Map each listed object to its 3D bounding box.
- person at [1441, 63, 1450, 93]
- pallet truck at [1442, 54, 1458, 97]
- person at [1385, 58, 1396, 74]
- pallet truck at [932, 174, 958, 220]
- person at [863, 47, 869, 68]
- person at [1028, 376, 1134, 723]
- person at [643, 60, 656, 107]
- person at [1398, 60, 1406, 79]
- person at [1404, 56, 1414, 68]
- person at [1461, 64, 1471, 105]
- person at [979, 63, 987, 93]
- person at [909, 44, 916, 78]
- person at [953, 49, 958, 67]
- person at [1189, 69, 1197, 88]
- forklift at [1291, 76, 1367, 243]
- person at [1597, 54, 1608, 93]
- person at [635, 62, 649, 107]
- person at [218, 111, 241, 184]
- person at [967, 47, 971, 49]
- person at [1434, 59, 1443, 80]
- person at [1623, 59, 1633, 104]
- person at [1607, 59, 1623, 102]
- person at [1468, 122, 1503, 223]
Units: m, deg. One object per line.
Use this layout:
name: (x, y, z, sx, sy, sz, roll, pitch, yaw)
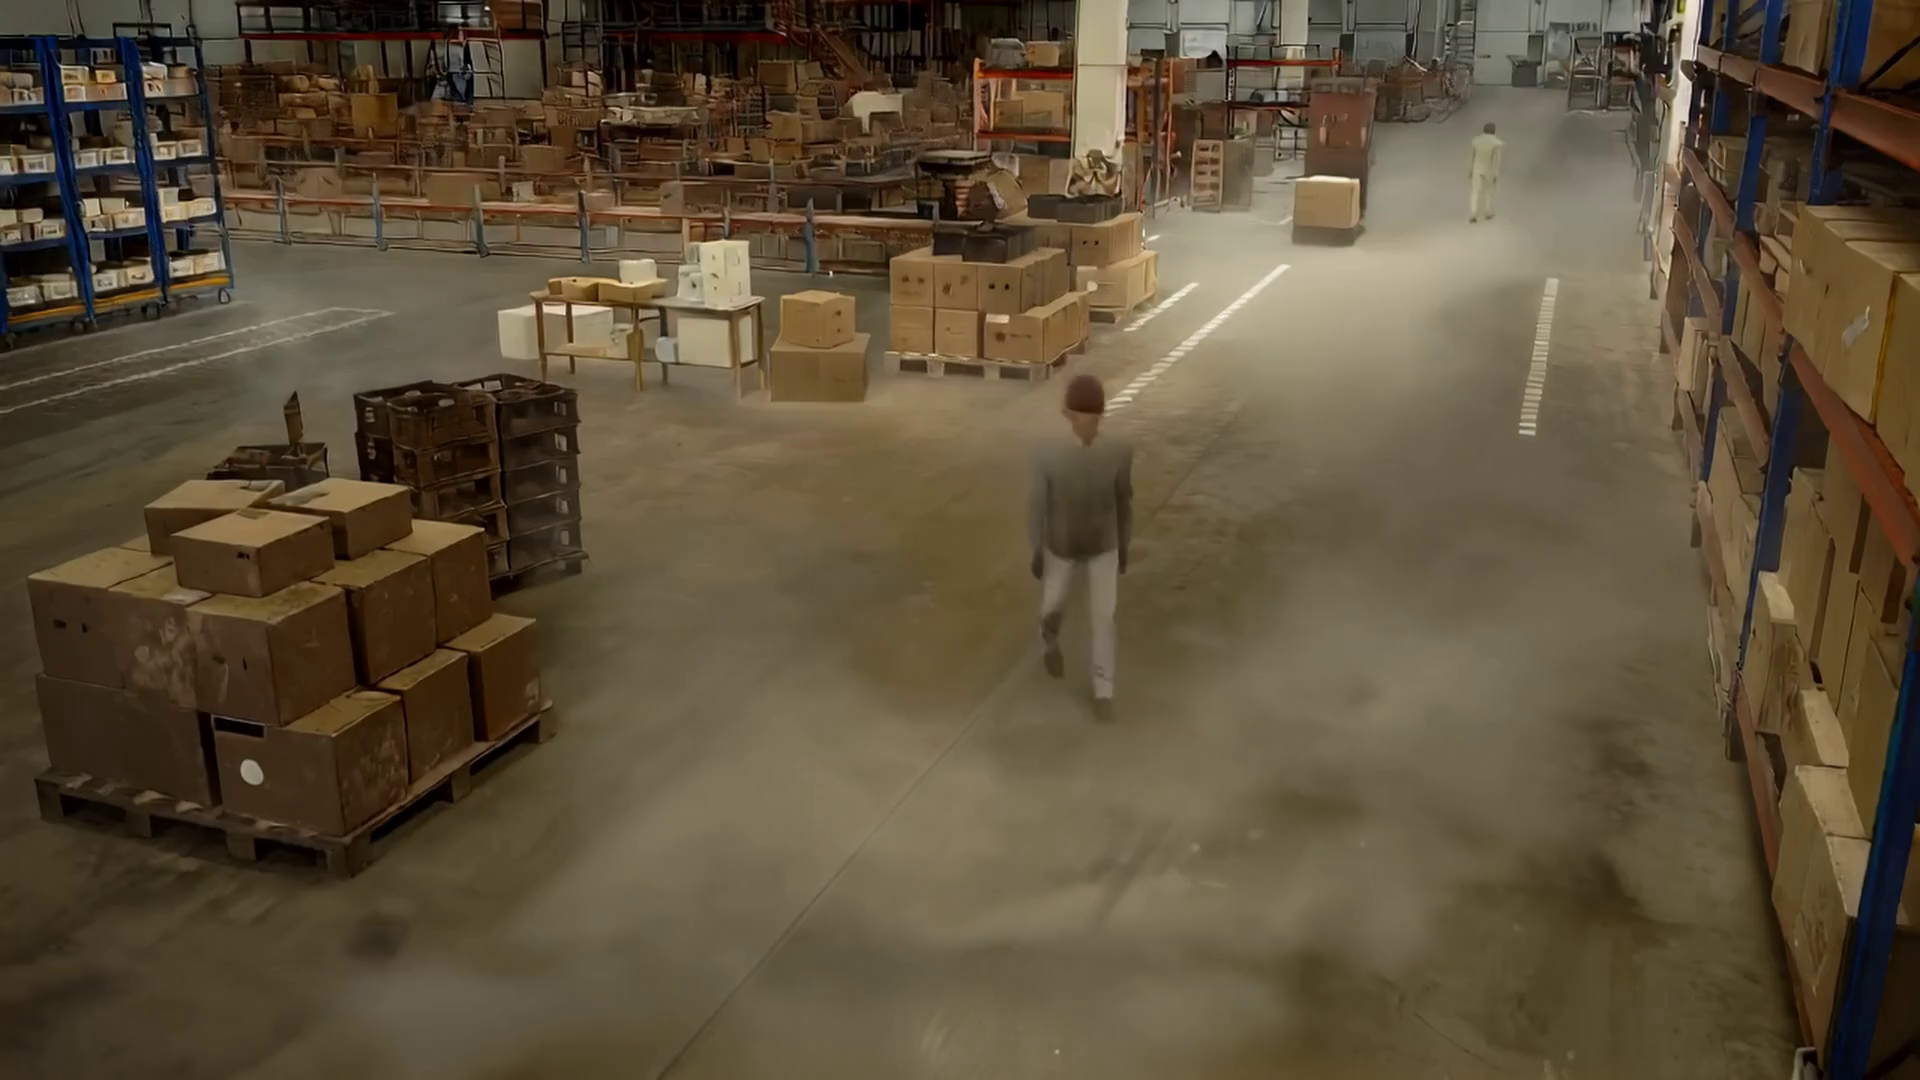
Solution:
person: (20.101, -18.783, 68.828, 0.329, 1.865, 0.507, -11, 21, -31)
pallet truck: (22.765, -21.886, 78.355, 0.823, 1.965, 1.885, -4, 18, -14)
person: (21.501, -23.182, 82.983, 0.550, 1.644, 0.894, -8, 19, -24)
pallet truck: (-0.507, -5.292, 27.348, 0.653, 1.274, 1.630, 6, 19, 19)
person: (-5.706, -28.744, 100.159, 0.430, 1.845, 0.624, 8, 19, 23)
person: (0.694, -0.011, 9.688, 0.628, 1.961, 0.961, -2, 18, -6)
person: (-12.487, -18.238, 66.842, 0.411, 2.036, 0.610, 13, 22, 36)
person: (18.723, -19.455, 70.837, 0.547, 1.921, 0.660, 6, 19, 18)
person: (21.355, -22.197, 79.597, 0.620, 1.838, 0.429, -3, 18, -10)
person: (21.892, -19.659, 71.782, 0.518, 1.722, 0.567, -13, 22, -36)
person: (0.844, -17.880, 65.872, 0.381, 1.956, 0.775, -9, 20, -27)
person: (-2.878, -29.046, 100.856, 0.375, 1.997, 0.612, -2, 18, -7)
person: (-0.177, -26.693, 93.648, 0.563, 1.886, 0.986, 3, 18, 10)
person: (9.094, -17.702, 65.622, 0.729, 1.748, 0.534, 11, 21, 30)
forklift: (6.598, -6.755, 29.381, 1.129, 2.768, 1.873, 6, 19, 19)
person: (31.606, -22.936, 81.835, 0.544, 1.902, 0.908, -2, 18, -7)
person: (-13.584, -19.409, 70.834, 0.964, 1.844, 0.589, 10, 20, 29)
person: (-16.564, -8.823, 37.696, 0.329, 1.763, 0.523, -10, 20, -30)
person: (0.528, -27.598, 96.412, 0.357, 1.930, 0.587, 15, 23, 38)
person: (21.180, -20.454, 74.020, 0.984, 1.900, 0.650, -1, 18, -4)
person: (29.365, -20.098, 72.887, 0.630, 1.901, 0.496, -7, 19, -20)
person: (29.101, -20.430, 73.952, 0.925, 1.884, 0.612, 9, 20, 27)
person: (10.067, -7.051, 31.927, 0.649, 1.884, 1.020, 12, 21, 33)
